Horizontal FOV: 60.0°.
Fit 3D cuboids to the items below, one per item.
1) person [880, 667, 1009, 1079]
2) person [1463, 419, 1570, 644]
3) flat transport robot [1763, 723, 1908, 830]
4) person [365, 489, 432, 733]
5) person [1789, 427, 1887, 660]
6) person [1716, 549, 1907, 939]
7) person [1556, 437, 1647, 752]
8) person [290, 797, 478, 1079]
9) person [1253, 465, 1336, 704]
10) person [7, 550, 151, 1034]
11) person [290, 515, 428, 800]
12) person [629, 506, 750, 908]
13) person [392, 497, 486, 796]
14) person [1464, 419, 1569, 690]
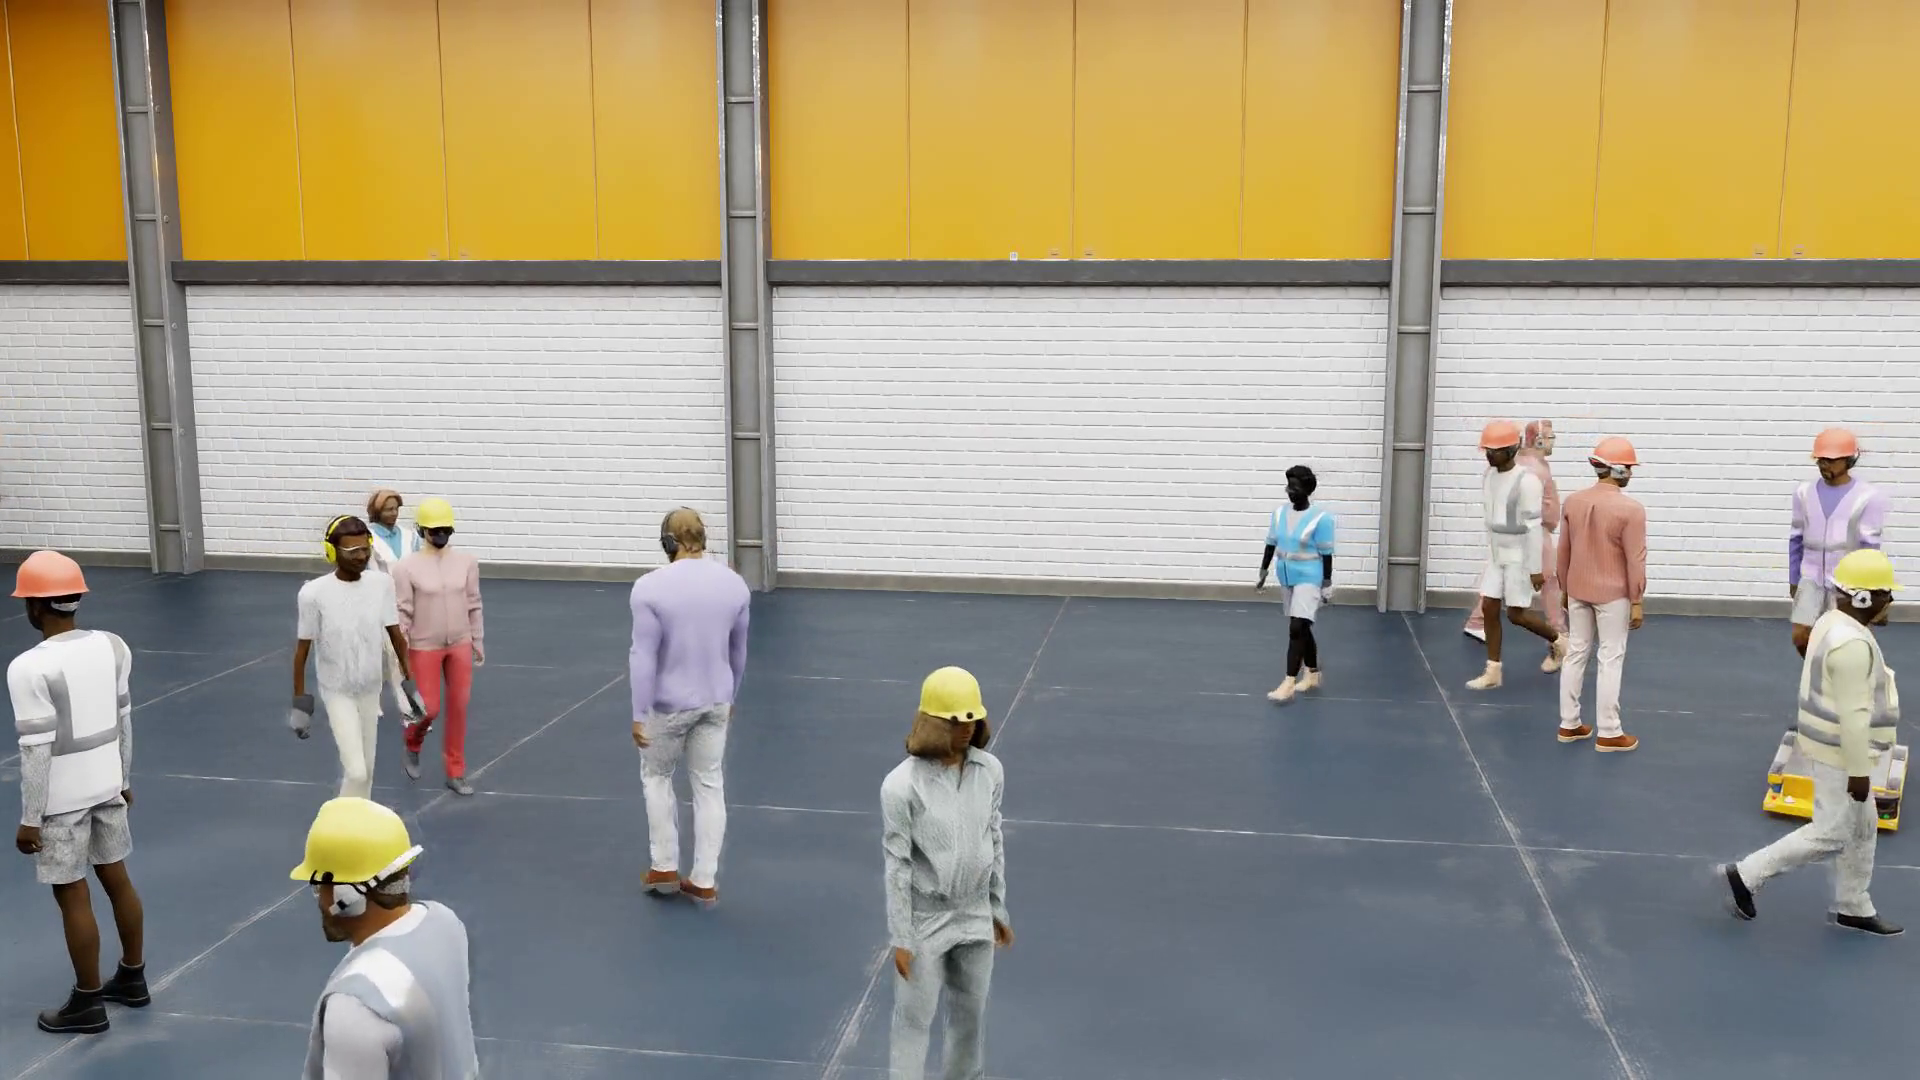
[{"bbox_3d":[-0.035,1.273,5.557,0.489,1.742,0.313,-7,11,-36],"label":"person"},{"bbox_3d":[4.548,-0.043,13.327,0.969,1.866,0.654,1,9,4],"label":"person"},{"bbox_3d":[5.094,1.347,9.632,0.652,0.197,1.431,6,11,31],"label":"flat transport robot"},{"bbox_3d":[-3.824,0.443,11.097,0.816,1.604,0.522,6,11,32],"label":"person"},{"bbox_3d":[5.782,0.251,11.027,0.540,2.021,0.604,-8,12,-39],"label":"person"},{"bbox_3d":[3.917,0.924,7.535,0.728,1.810,0.591,4,10,24],"label":"person"},{"bbox_3d":[4.080,0.338,10.560,0.393,1.990,0.616,-6,11,-31],"label":"person"},{"bbox_3d":[-1.339,1.494,3.994,0.461,1.811,0.588,0,9,-2],"label":"person"},{"bbox_3d":[2.330,0.308,11.763,0.792,1.666,0.547,-6,11,-34],"label":"person"},{"bbox_3d":[-3.555,1.000,6.646,0.374,1.935,0.552,3,10,15],"label":"person"},{"bbox_3d":[-2.966,0.789,8.245,0.633,1.842,0.560,7,11,36],"label":"person"},{"bbox_3d":[-1.327,0.790,8.026,0.660,1.907,0.636,-7,11,-35],"label":"person"},{"bbox_3d":[-3.032,0.607,9.655,0.526,1.753,0.463,-8,12,-41],"label":"person"},{"bbox_3d":[4.057,0.108,12.003,0.809,2.001,0.618,-3,10,-18],"label":"person"}]
